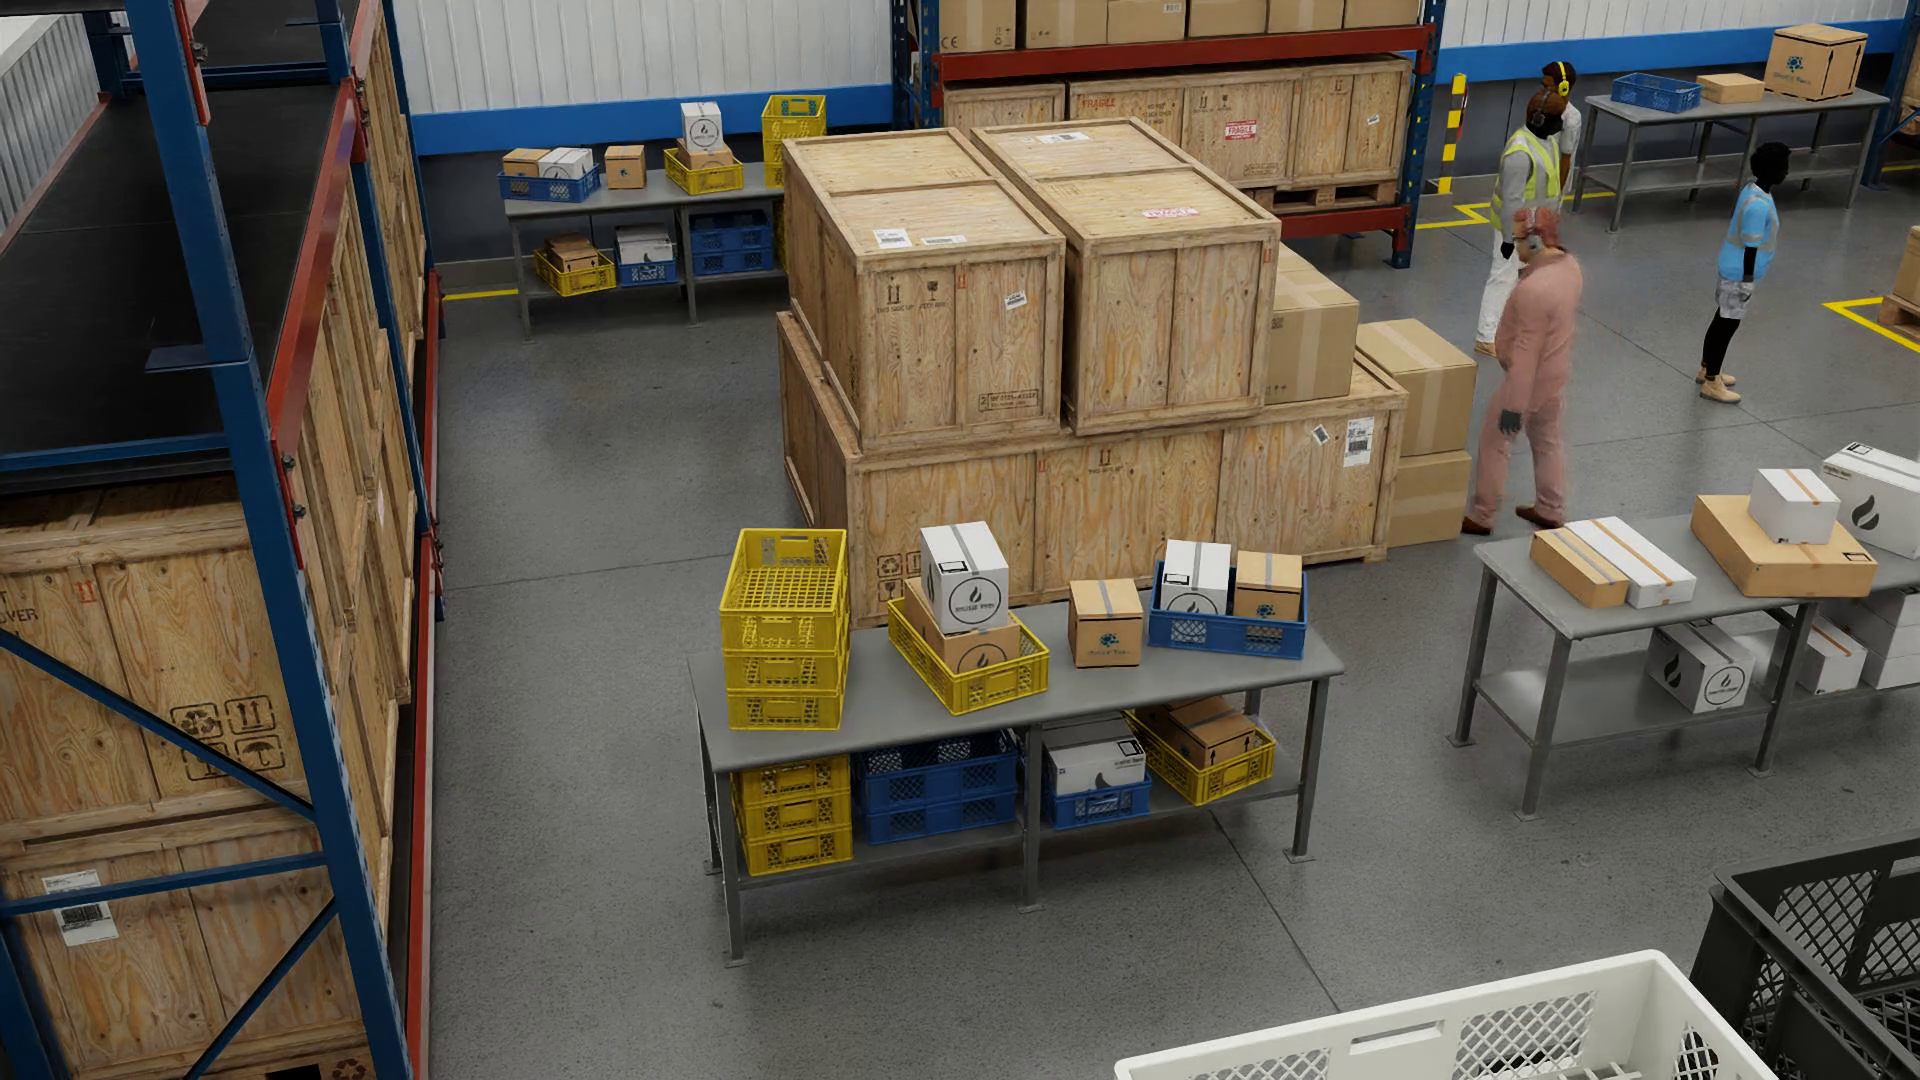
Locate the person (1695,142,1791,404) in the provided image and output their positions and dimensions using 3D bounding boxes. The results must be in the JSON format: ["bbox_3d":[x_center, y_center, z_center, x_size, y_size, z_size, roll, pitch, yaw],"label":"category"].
[{"bbox_3d":[5.074,-1.737,10.772,0.317,1.696,0.538,9,30,16],"label":"person"}]

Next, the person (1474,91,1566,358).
[{"bbox_3d":[3.852,-2.154,11.397,0.432,1.836,0.619,18,33,29],"label":"person"}]

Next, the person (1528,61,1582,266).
[{"bbox_3d":[4.221,-2.514,12.026,0.350,1.857,0.517,-2,29,-3],"label":"person"}]

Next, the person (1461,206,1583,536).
[{"bbox_3d":[3.053,-0.887,9.052,0.588,1.887,0.720,18,34,29],"label":"person"}]
